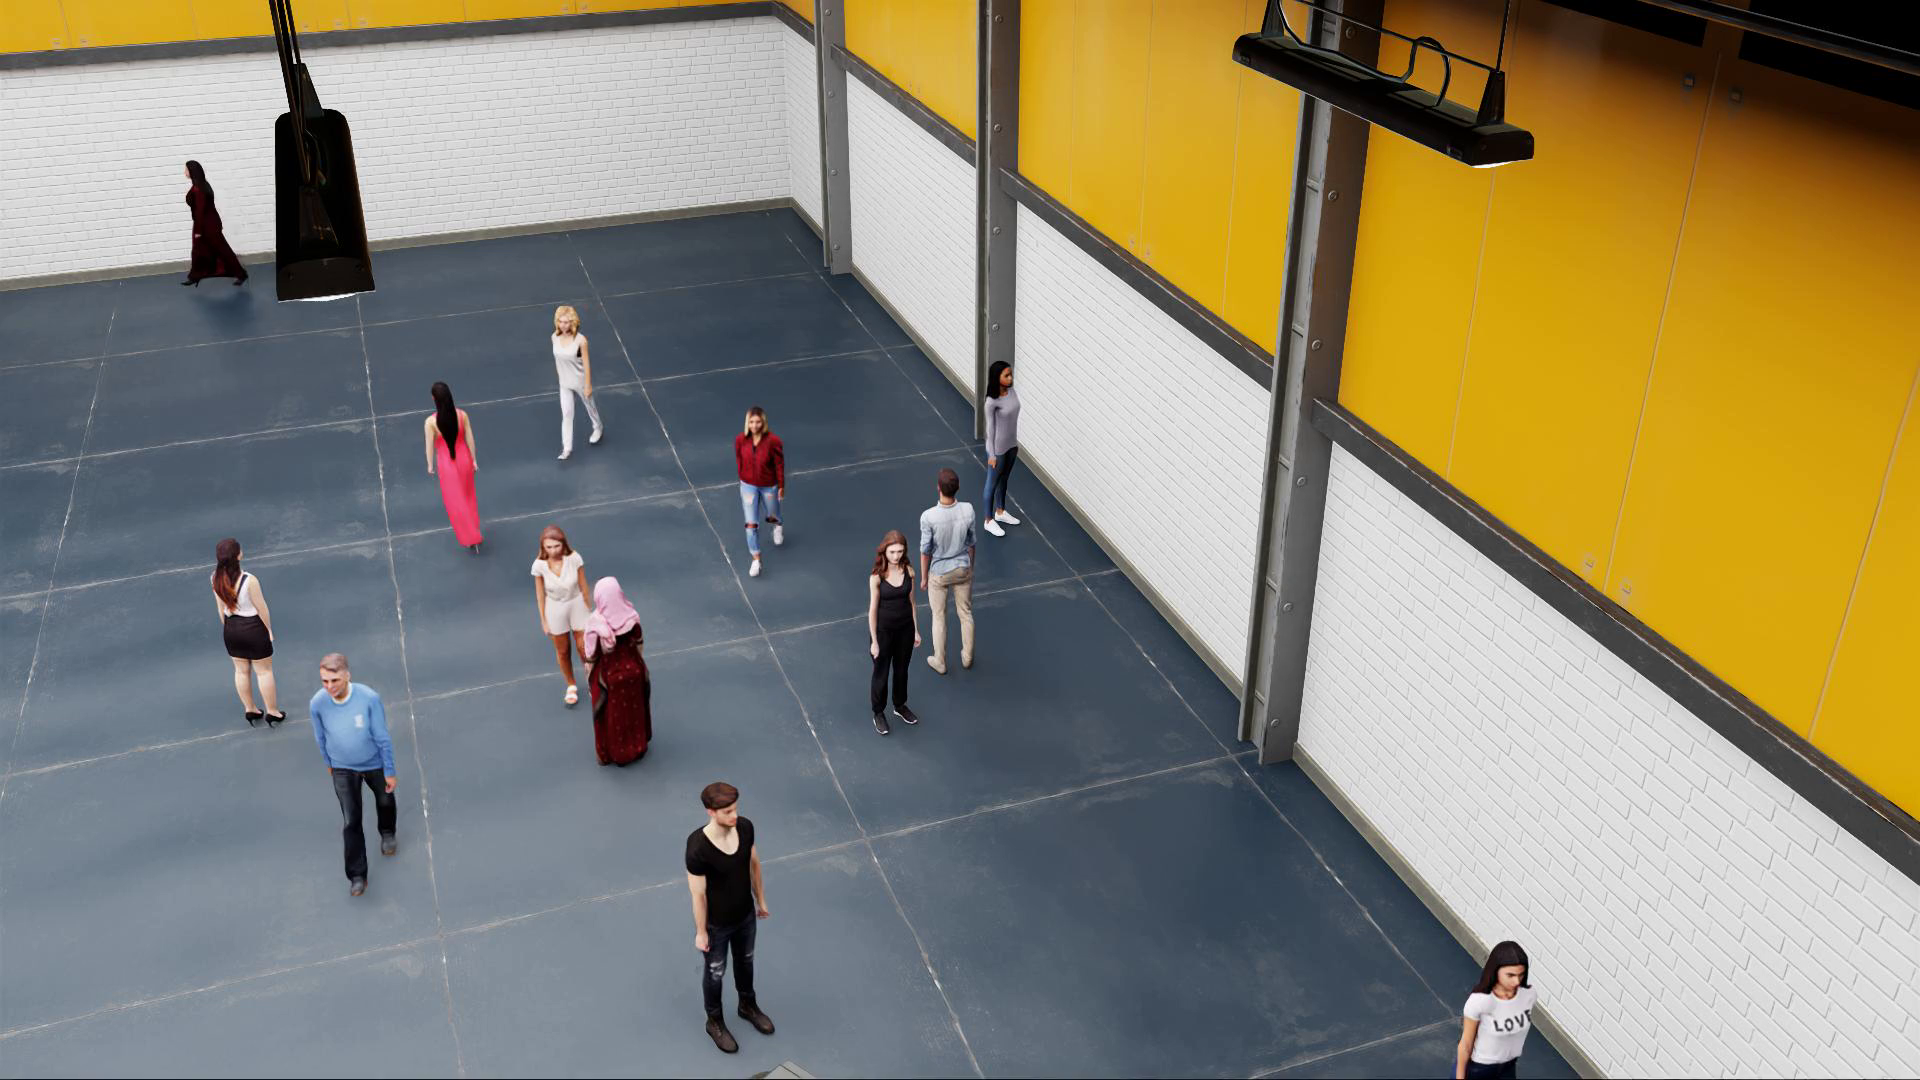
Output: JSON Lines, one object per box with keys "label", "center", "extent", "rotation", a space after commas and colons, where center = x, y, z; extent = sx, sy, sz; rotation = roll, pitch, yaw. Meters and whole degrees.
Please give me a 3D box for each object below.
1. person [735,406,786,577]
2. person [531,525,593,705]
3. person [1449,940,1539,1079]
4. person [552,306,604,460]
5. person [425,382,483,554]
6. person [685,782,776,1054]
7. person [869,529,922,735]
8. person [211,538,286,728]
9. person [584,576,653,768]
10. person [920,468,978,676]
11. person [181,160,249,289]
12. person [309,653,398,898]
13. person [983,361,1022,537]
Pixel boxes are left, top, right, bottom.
{"label": "person", "center": [-1.837, -0.523, 15.429], "extent": [0.871, 1.607, 1.124], "rotation": [1, 29, 2]}
{"label": "person", "center": [-3.145, 0.585, 13.329], "extent": [0.604, 1.672, 0.620], "rotation": [-8, 30, -14]}
{"label": "person", "center": [2.809, 2.853, 9.111], "extent": [0.656, 1.732, 1.141], "rotation": [-8, 30, -14]}
{"label": "person", "center": [-4.012, -1.701, 17.566], "extent": [1.039, 1.629, 1.182], "rotation": [8, 30, 14]}
{"label": "person", "center": [-4.686, -0.637, 15.535], "extent": [0.737, 1.707, 0.881], "rotation": [-21, 35, -33]}
{"label": "person", "center": [-1.439, 2.243, 10.055], "extent": [0.762, 1.898, 0.743], "rotation": [-25, 37, -38]}
{"label": "person", "center": [-0.536, 0.695, 13.054], "extent": [0.624, 1.744, 0.580], "rotation": [-16, 33, -27]}
{"label": "person", "center": [-5.619, 0.735, 13.082], "extent": [0.611, 1.648, 0.620], "rotation": [1, 29, 2]}
{"label": "person", "center": [-2.606, 0.999, 12.608], "extent": [0.714, 1.637, 0.677], "rotation": [-17, 33, -29]}
{"label": "person", "center": [-0.089, 0.261, 13.742], "extent": [0.652, 1.847, 0.563], "rotation": [-8, 30, -15]}
{"label": "person", "center": [-9.809, -4.122, 21.927], "extent": [0.780, 1.703, 1.019], "rotation": [-12, 31, -21]}
{"label": "person", "center": [-4.151, 1.487, 11.572], "extent": [0.751, 1.773, 1.107], "rotation": [-7, 29, -12]}
{"label": "person", "center": [0.383, -0.907, 15.998], "extent": [0.716, 1.736, 0.688], "rotation": [18, 33, 30]}
